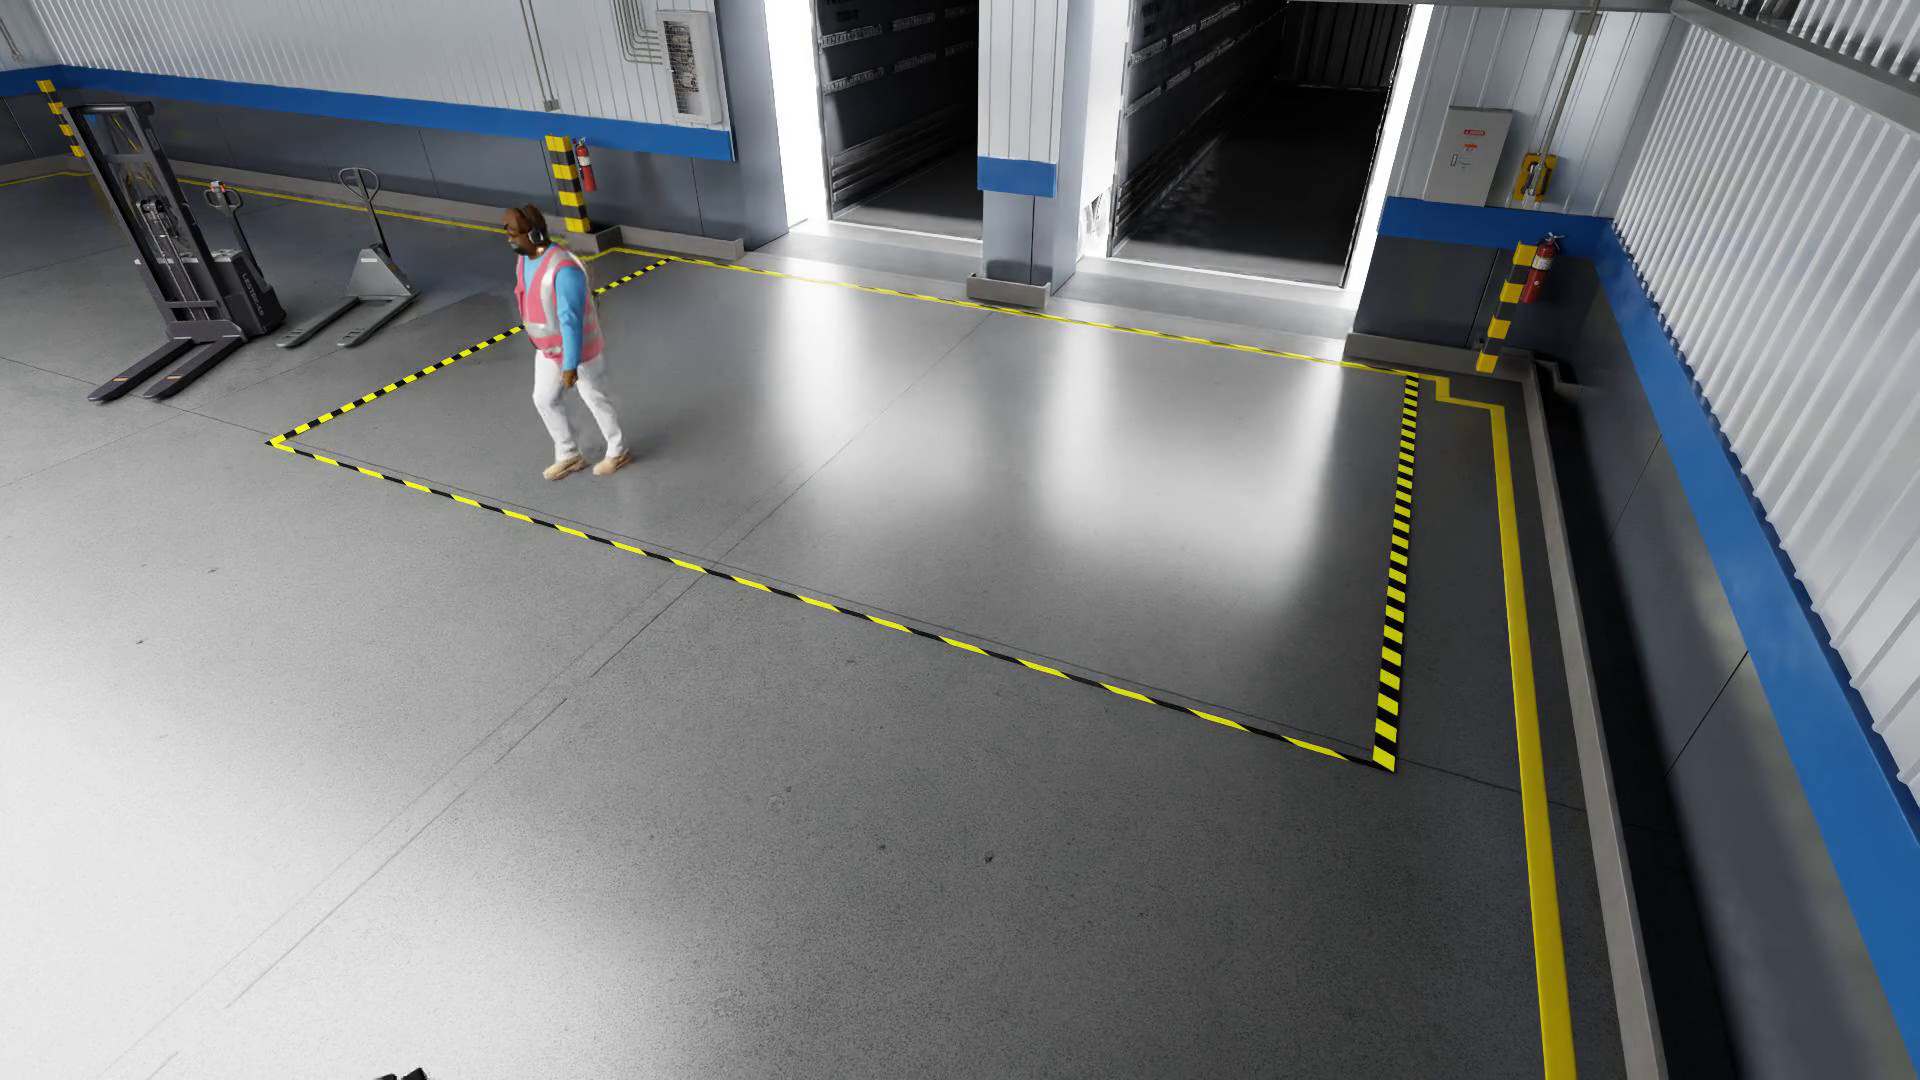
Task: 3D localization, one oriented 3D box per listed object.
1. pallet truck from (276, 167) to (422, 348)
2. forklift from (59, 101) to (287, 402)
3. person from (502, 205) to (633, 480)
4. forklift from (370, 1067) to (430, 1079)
[{"bbox_3d":[-5.732,-2.611,8.414,0.680,1.201,1.601,-1,35,-1],"label":"pallet truck"},{"bbox_3d":[-6.686,-2.387,7.434,0.823,1.965,1.885,-3,35,-5],"label":"forklift"},{"bbox_3d":[-2.572,-1.209,5.898,0.646,1.821,0.558,24,41,30],"label":"person"},{"bbox_3d":[-1.330,2.020,0.820,2.680,2.036,1.157,-26,42,-32],"label":"forklift"}]
